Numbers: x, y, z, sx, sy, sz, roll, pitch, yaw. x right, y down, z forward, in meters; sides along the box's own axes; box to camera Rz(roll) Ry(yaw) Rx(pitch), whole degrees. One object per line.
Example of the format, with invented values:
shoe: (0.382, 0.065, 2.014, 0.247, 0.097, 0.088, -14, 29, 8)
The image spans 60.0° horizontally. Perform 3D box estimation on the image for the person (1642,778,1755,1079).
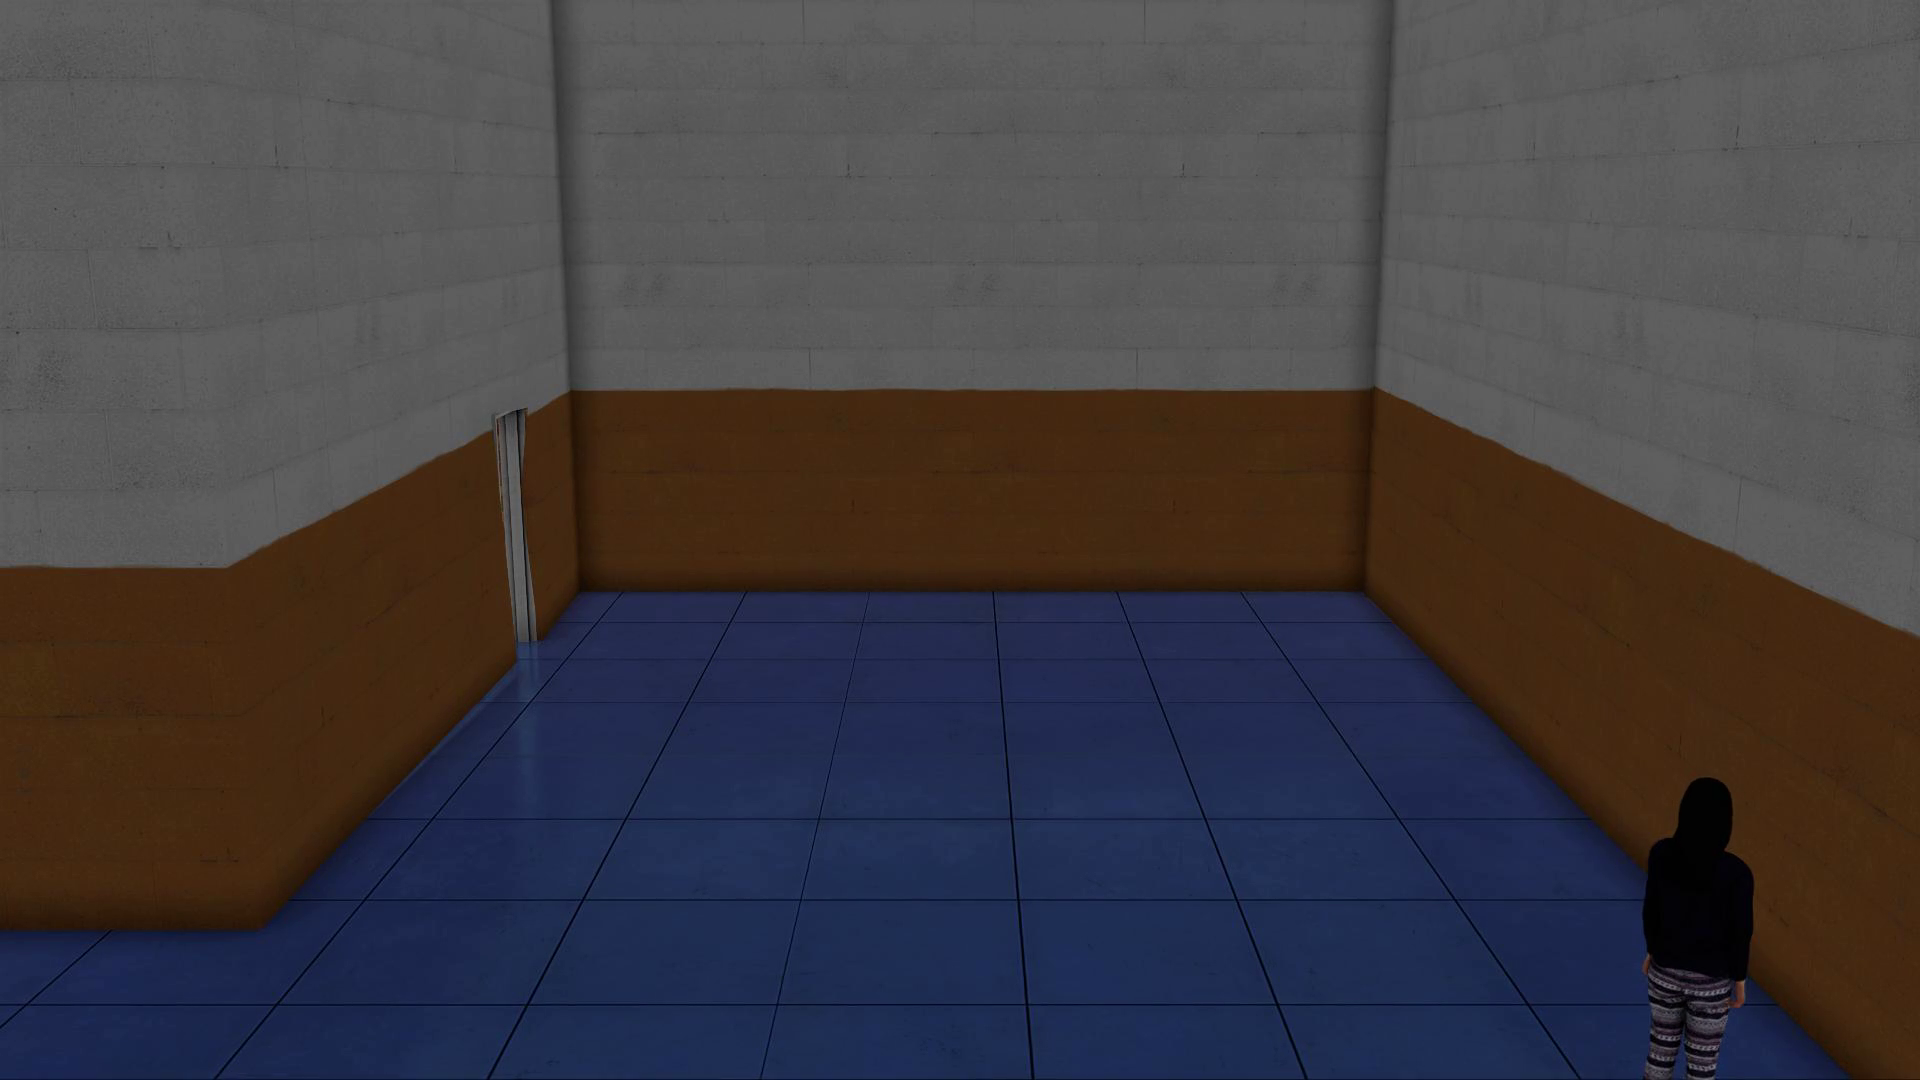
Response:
person: (3.255, 1.890, 7.410, 0.729, 1.733, 0.670, -12, 17, -44)
